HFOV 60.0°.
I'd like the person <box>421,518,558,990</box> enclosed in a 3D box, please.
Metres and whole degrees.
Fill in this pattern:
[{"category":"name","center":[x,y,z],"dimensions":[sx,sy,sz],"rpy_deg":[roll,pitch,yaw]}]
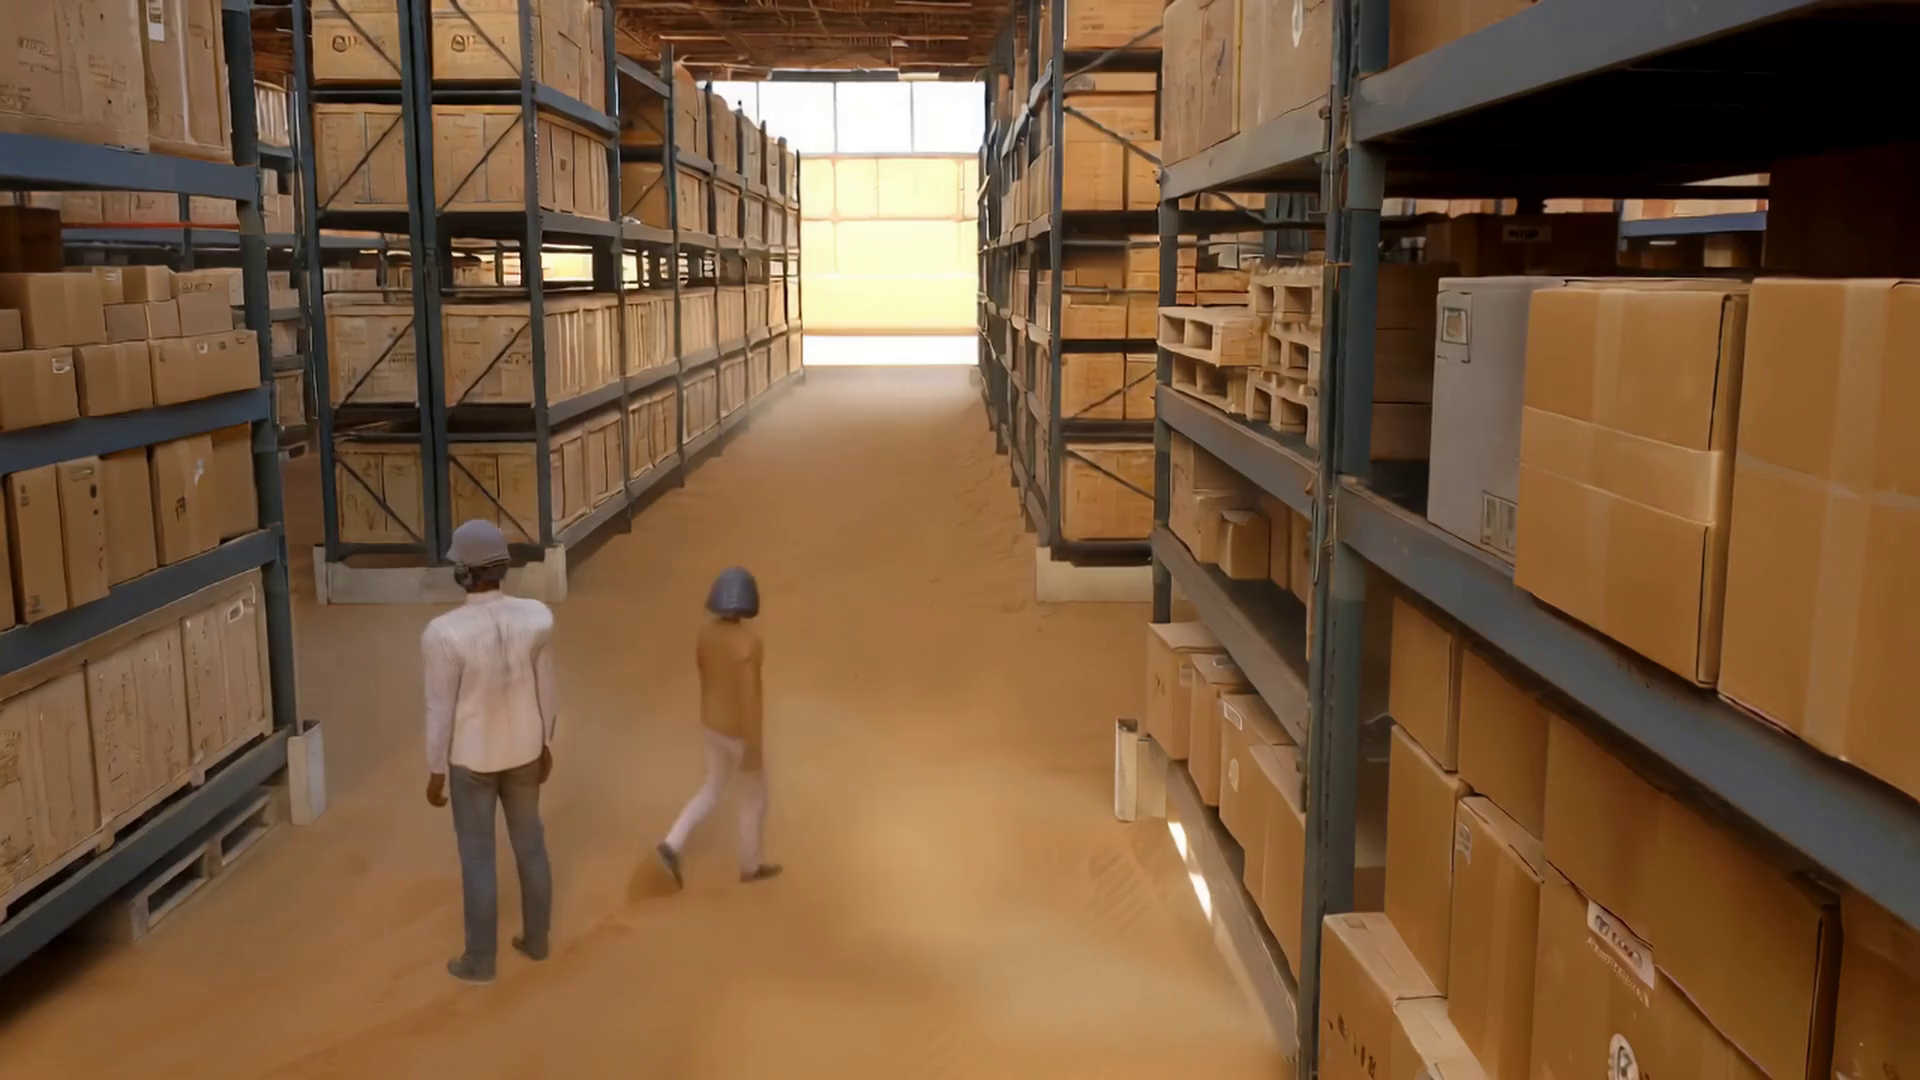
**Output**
[{"category":"person","center":[-1.987,0.898,7.055],"dimensions":[0.375,1.997,0.611],"rpy_deg":[8,12,42]}]

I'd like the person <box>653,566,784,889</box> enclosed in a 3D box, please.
[{"category":"person","center":[-1.165,0.931,8.050],"dimensions":[0.495,1.615,0.629],"rpy_deg":[9,13,44]}]
